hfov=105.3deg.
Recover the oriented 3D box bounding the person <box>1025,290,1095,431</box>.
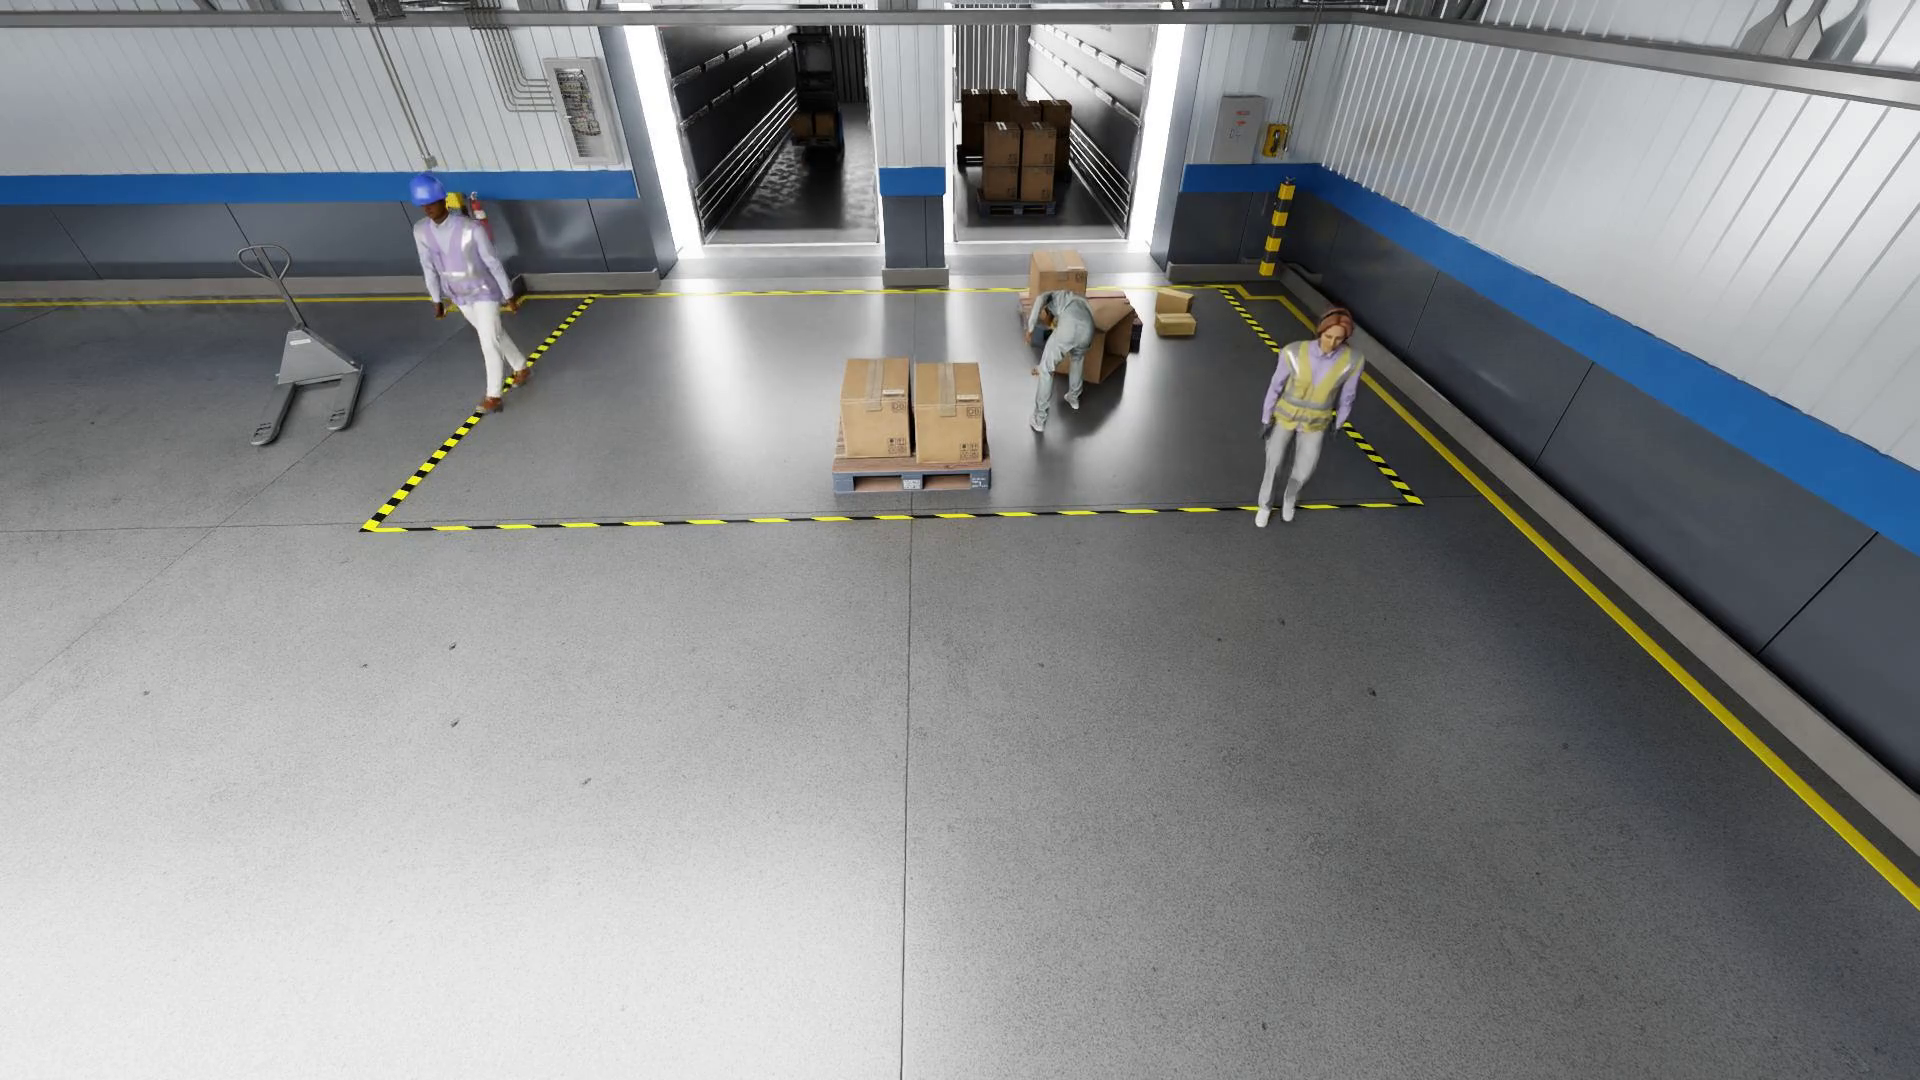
[{"bbox_3d":[0.801,-1.636,6.384,0.655,1.074,0.841,-16,41,-19],"label":"person"}]

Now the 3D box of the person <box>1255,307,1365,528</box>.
[{"bbox_3d":[2.249,-0.763,4.838,0.518,1.622,0.414,15,41,19],"label":"person"}]

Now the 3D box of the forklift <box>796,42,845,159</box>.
[{"bbox_3d":[-2.832,-9.009,14.891,0.716,2.013,0.776,-1,38,-2],"label":"forklift"}]

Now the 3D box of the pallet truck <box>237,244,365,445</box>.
[{"bbox_3d":[-5.915,-1.733,6.366,0.680,1.201,1.601,-18,42,-21],"label":"pallet truck"}]

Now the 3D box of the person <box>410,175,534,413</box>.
[{"bbox_3d":[-4.210,-2.054,6.235,0.643,1.897,0.963,3,39,3],"label":"person"}]
